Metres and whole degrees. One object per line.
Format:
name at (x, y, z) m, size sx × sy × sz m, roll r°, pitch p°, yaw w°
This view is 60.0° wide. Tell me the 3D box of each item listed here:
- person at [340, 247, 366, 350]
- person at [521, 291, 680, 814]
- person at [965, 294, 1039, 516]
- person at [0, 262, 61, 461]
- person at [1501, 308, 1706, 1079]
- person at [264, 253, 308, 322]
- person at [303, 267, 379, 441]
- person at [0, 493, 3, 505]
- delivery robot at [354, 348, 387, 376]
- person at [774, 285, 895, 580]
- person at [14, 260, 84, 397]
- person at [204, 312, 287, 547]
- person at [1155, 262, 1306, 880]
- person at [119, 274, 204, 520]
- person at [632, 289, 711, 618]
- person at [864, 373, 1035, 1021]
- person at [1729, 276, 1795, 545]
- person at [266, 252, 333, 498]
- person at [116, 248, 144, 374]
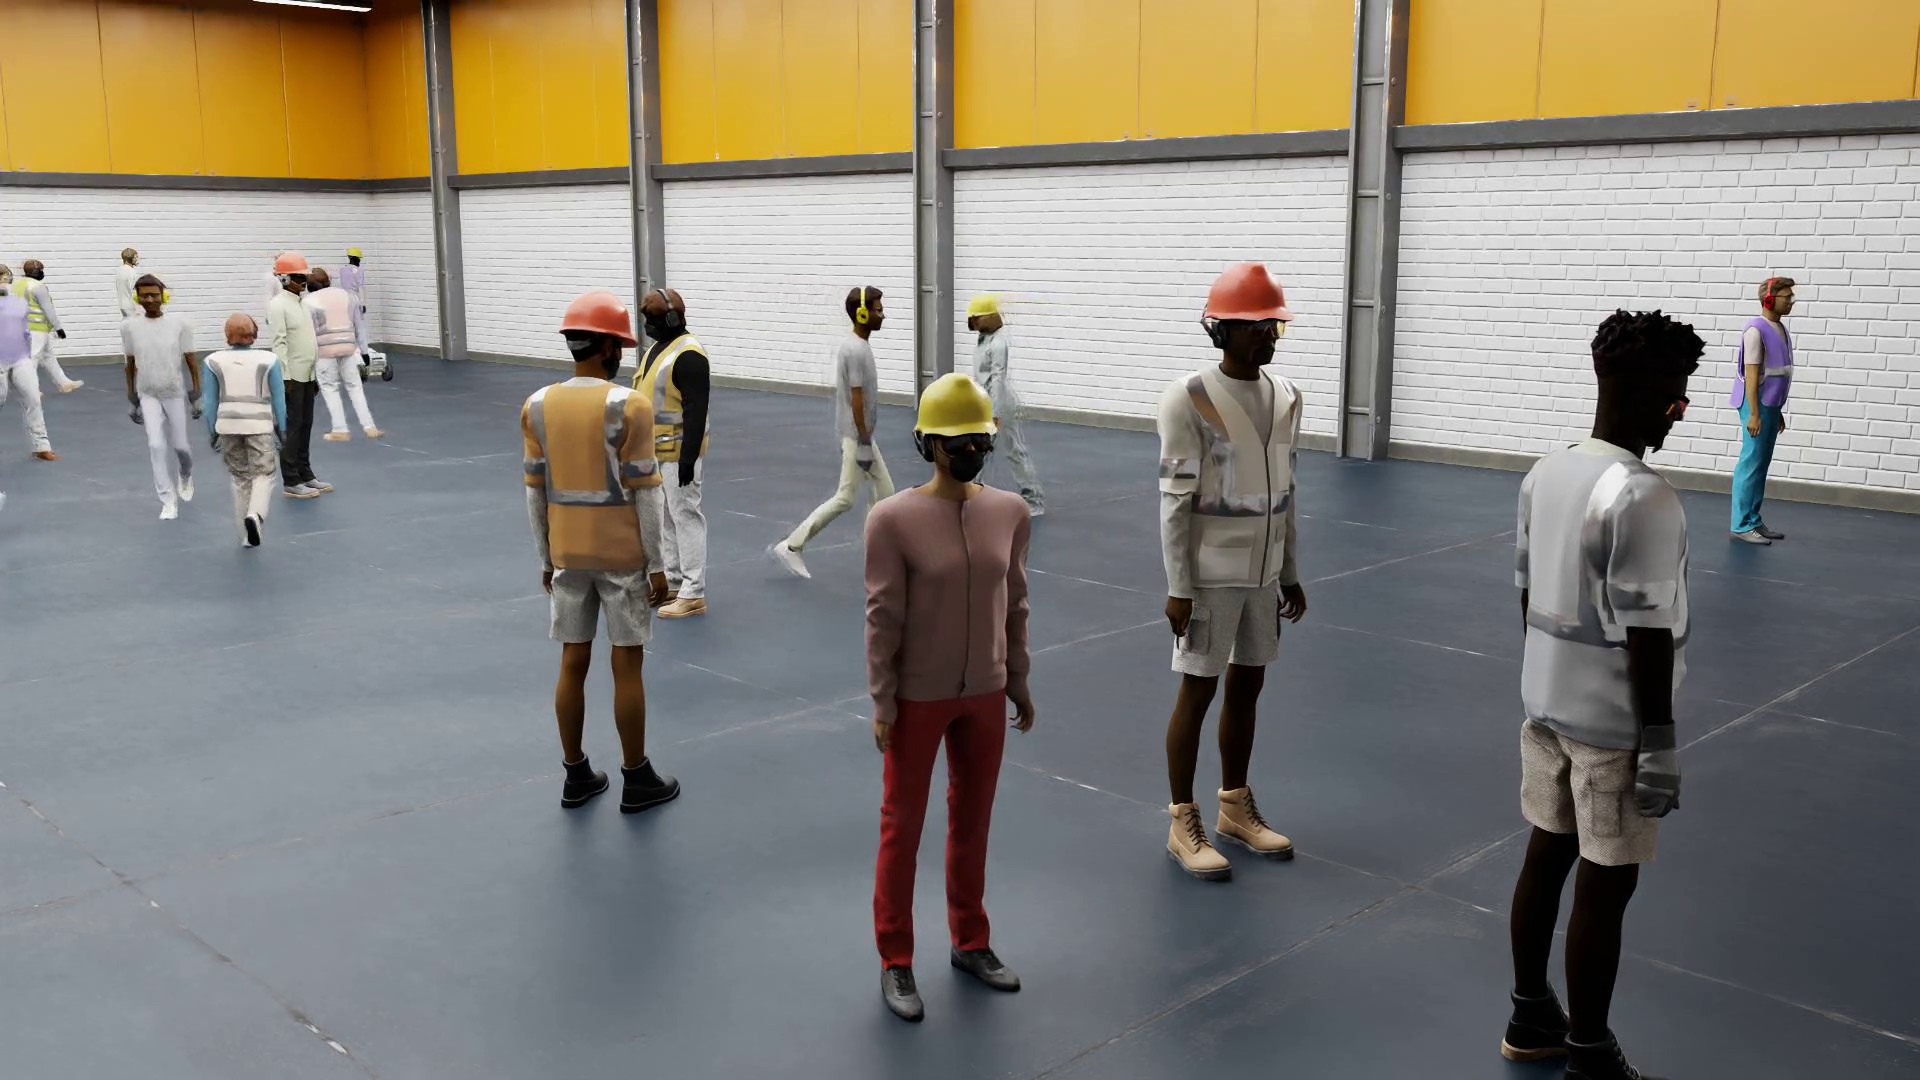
person at (-10.829, -4.275, 29.796) m, size 0.580 × 1.918 × 0.390 m, roll 6°, pitch 12°, yaw 32°
person at (-1.324, 0.052, 6.168) m, size 0.542 × 1.928 × 0.374 m, roll 3°, pitch 11°, yaw 18°
person at (0.211, -0.993, 12.506) m, size 0.872 × 1.685 × 0.499 m, roll -4°, pitch 11°, yaw -19°
person at (-9.066, -1.668, 15.694) m, size 0.886 × 1.903 × 0.635 m, roll 5°, pitch 11°, yaw 25°
person at (1.581, 0.419, 4.083) m, size 0.379 × 1.959 × 0.604 m, roll -2°, pitch 11°, yaw -8°
person at (-10.494, -3.556, 26.060) m, size 1.011 × 1.852 × 0.661 m, roll 5°, pitch 12°, yaw 26°
person at (-6.504, -1.926, 17.307) m, size 0.471 × 1.803 × 0.703 m, roll 9°, pitch 14°, yaw 40°
person at (-7.019, -0.800, 11.667) m, size 0.509 × 1.611 × 0.627 m, roll 3°, pitch 11°, yaw 15°
delivery robot at (-8.720, -2.644, 24.362) m, size 0.707 × 0.478 × 0.477 m, roll 9°, pitch 14°, yaw 40°
person at (-0.694, -0.649, 10.266) m, size 0.891 × 1.842 × 0.534 m, roll 0°, pitch 10°, yaw 0°
person at (-12.132, -2.802, 22.087) m, size 0.631 × 1.798 × 0.939 m, roll 9°, pitch 14°, yaw 41°
person at (-4.828, -0.718, 11.221) m, size 0.529 × 1.622 × 0.550 m, roll -1°, pitch 10°, yaw -8°
person at (0.932, 0.102, 5.583) m, size 0.605 × 2.044 × 0.375 m, roll -8°, pitch 13°, yaw -36°
person at (-6.080, -1.106, 12.724) m, size 0.548 × 1.842 × 0.782 m, roll -4°, pitch 11°, yaw -21°
person at (-1.629, -0.486, 9.353) m, size 0.429 × 1.838 × 0.622 m, roll -6°, pitch 12°, yaw -30°
person at (-0.018, 0.422, 4.591) m, size 0.526 × 1.769 × 0.328 m, roll -6°, pitch 12°, yaw -30°
person at (5.588, -0.904, 11.596) m, size 0.389 × 1.849 × 0.566 m, roll 9°, pitch 14°, yaw 41°
person at (-5.427, -1.349, 13.624) m, size 0.382 × 1.993 × 0.622 m, roll 0°, pitch 10°, yaw 0°
person at (-12.813, -3.546, 25.760) m, size 0.637 × 1.938 × 0.357 m, roll 10°, pitch 14°, yaw 43°
